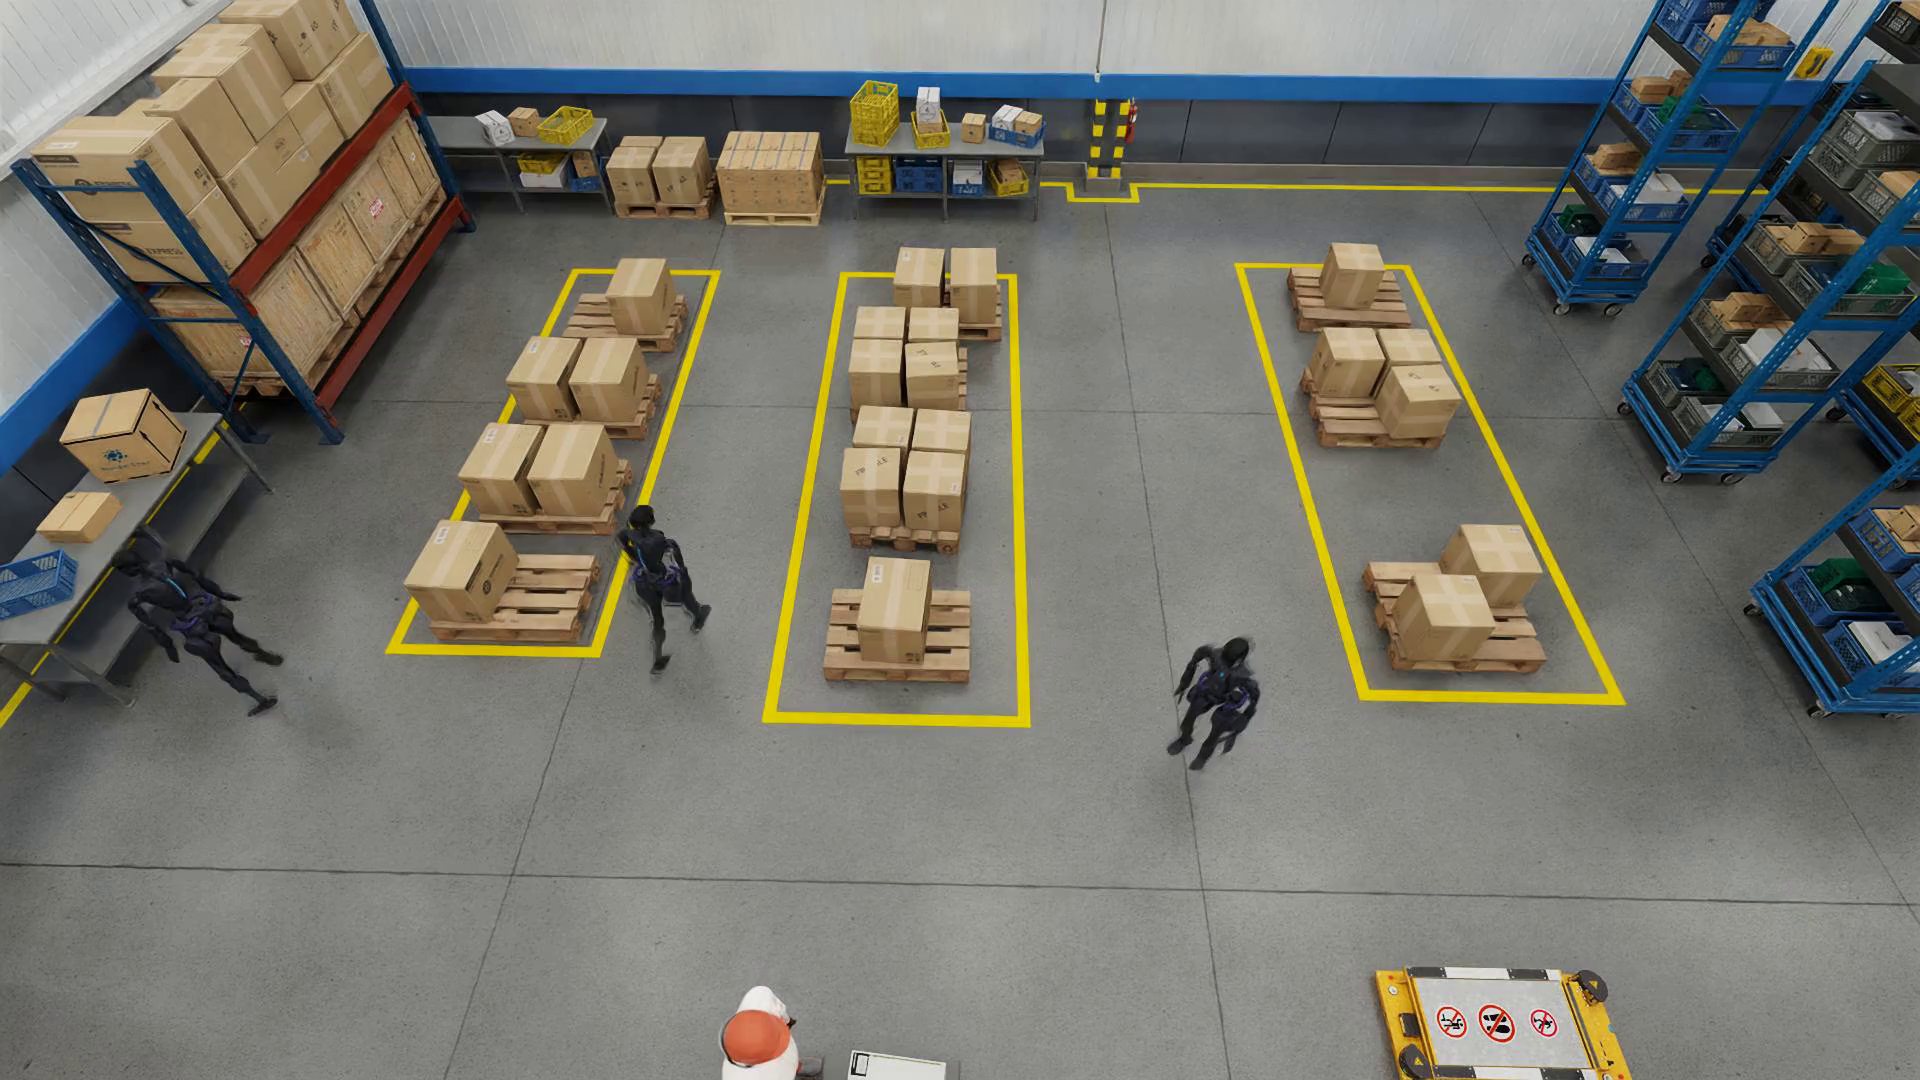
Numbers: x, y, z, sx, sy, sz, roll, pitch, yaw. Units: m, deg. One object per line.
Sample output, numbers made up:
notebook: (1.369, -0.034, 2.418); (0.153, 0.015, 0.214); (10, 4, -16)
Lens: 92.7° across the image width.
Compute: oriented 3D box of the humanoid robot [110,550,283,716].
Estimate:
humanoid robot: (-5.832, 0.645, 7.060); (0.517, 1.631, 0.752); (-1, 51, -1)

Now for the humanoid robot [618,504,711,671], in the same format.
humanoid robot: (-2.414, 0.373, 7.308); (0.569, 1.649, 0.721); (7, 51, 6)

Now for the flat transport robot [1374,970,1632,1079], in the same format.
flat transport robot: (3.501, 3.133, 5.914); (1.431, 0.197, 0.652); (1, 51, 1)

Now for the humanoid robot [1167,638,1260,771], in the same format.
humanoid robot: (1.785, 1.215, 6.606); (0.430, 1.655, 0.602); (-36, 59, -26)

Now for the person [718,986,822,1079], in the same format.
person: (-1.015, 2.899, 5.018); (0.406, 1.986, 0.614); (2, 51, 2)
